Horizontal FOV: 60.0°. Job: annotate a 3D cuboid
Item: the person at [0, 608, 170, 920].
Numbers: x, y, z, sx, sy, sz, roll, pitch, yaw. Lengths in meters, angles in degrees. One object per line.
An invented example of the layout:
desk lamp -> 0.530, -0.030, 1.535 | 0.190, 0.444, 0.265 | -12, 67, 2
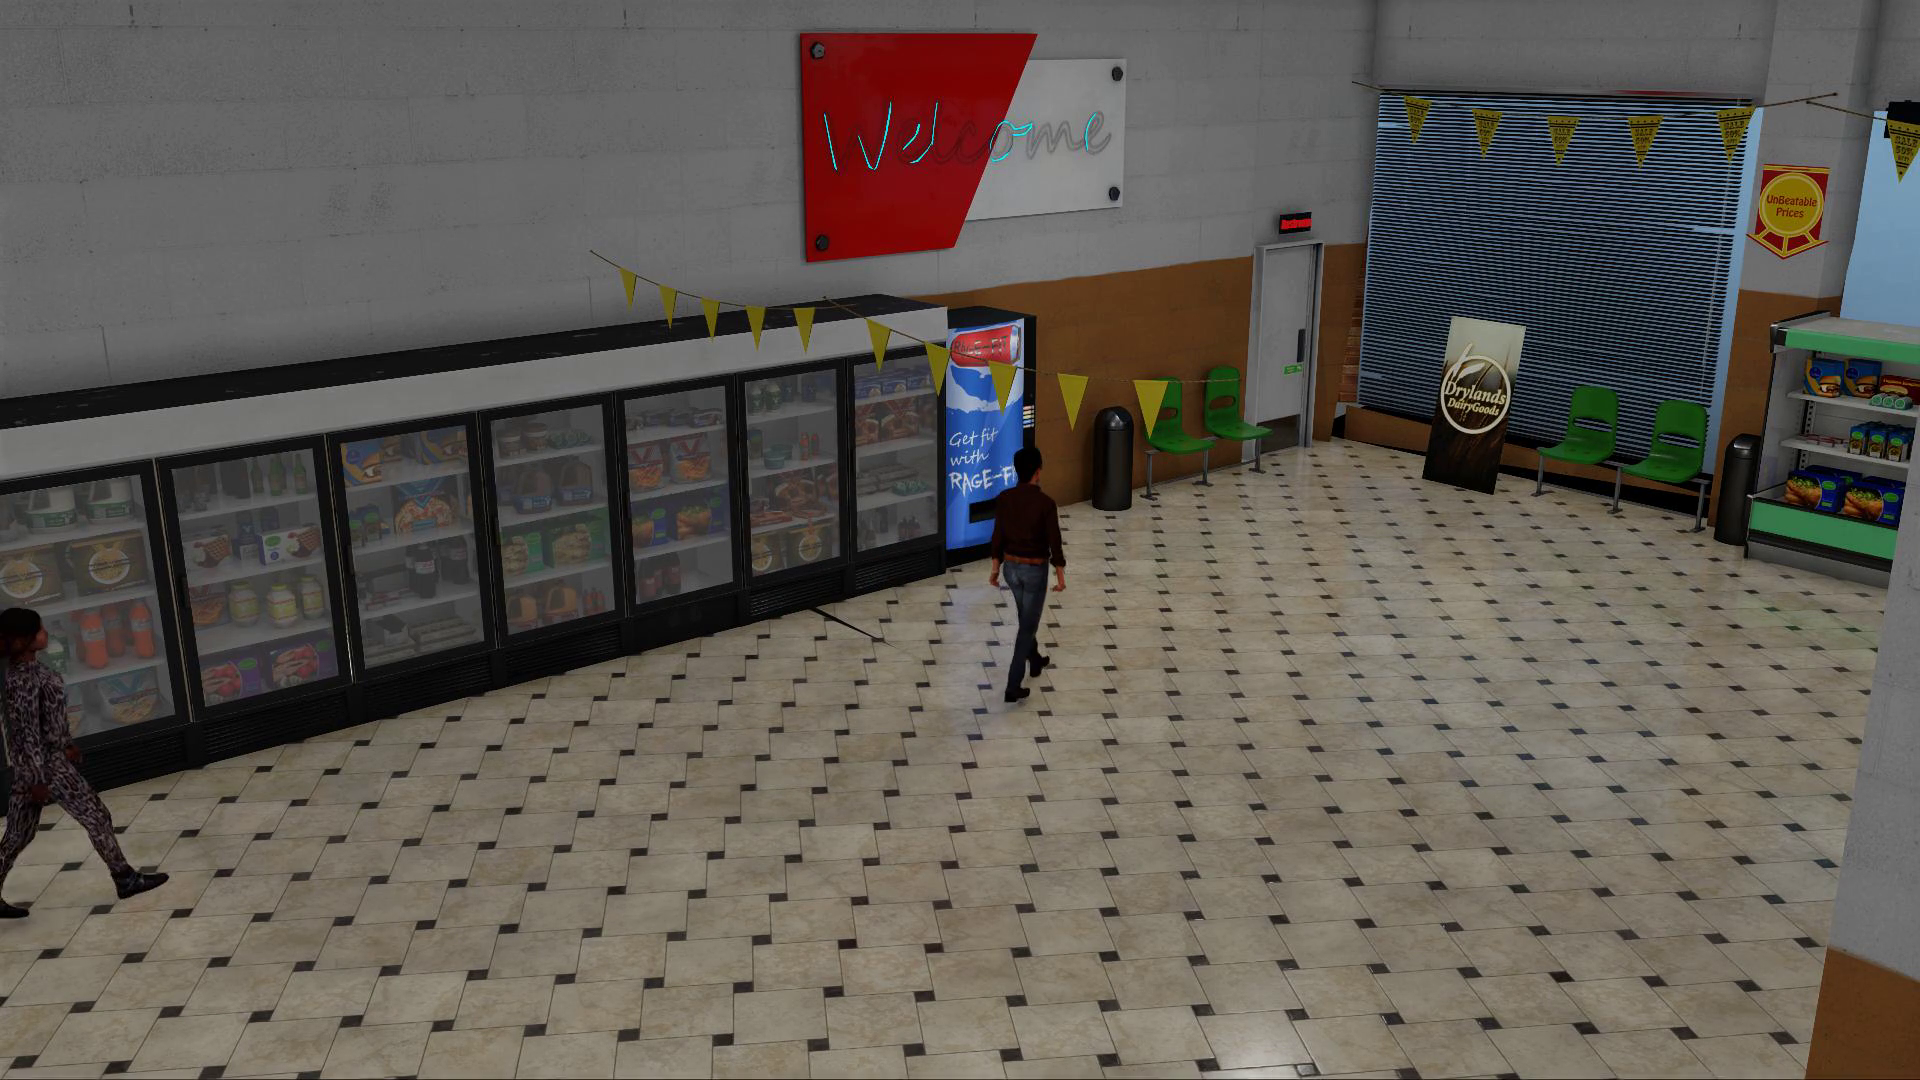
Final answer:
person -> -4.759, 1.182, 8.446 | 0.754, 1.670, 1.105 | -10, 20, -30

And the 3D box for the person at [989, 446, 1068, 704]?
person -> 0.429, 0.265, 11.343 | 1.090, 1.741, 0.957 | 10, 19, 29
